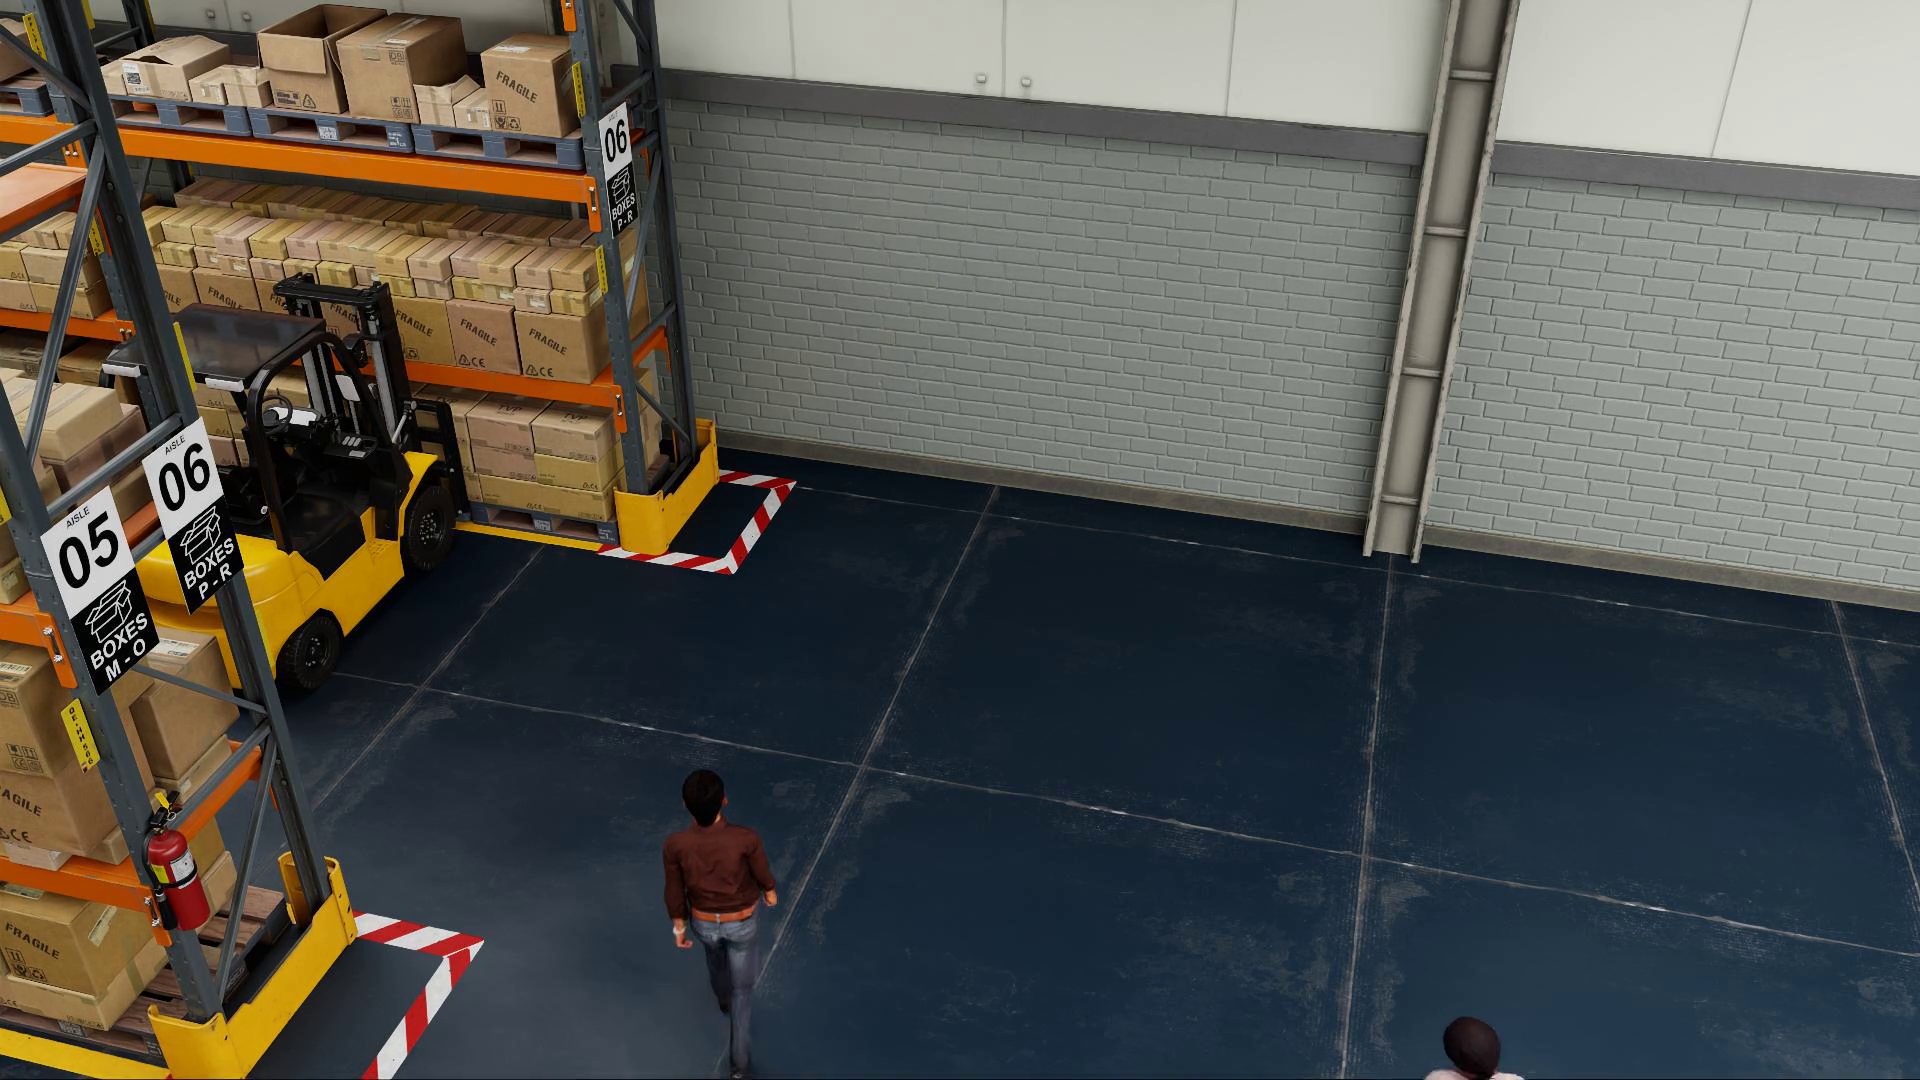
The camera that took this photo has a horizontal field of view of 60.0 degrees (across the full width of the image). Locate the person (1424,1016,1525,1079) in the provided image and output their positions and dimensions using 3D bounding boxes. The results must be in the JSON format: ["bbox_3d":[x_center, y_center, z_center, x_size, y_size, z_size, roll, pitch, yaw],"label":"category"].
[{"bbox_3d":[2.043,2.550,6.734,0.472,1.726,0.705,19,37,26],"label":"person"}]

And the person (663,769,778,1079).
[{"bbox_3d":[-1.091,1.842,7.804,1.023,1.747,0.869,0,33,0],"label":"person"}]
